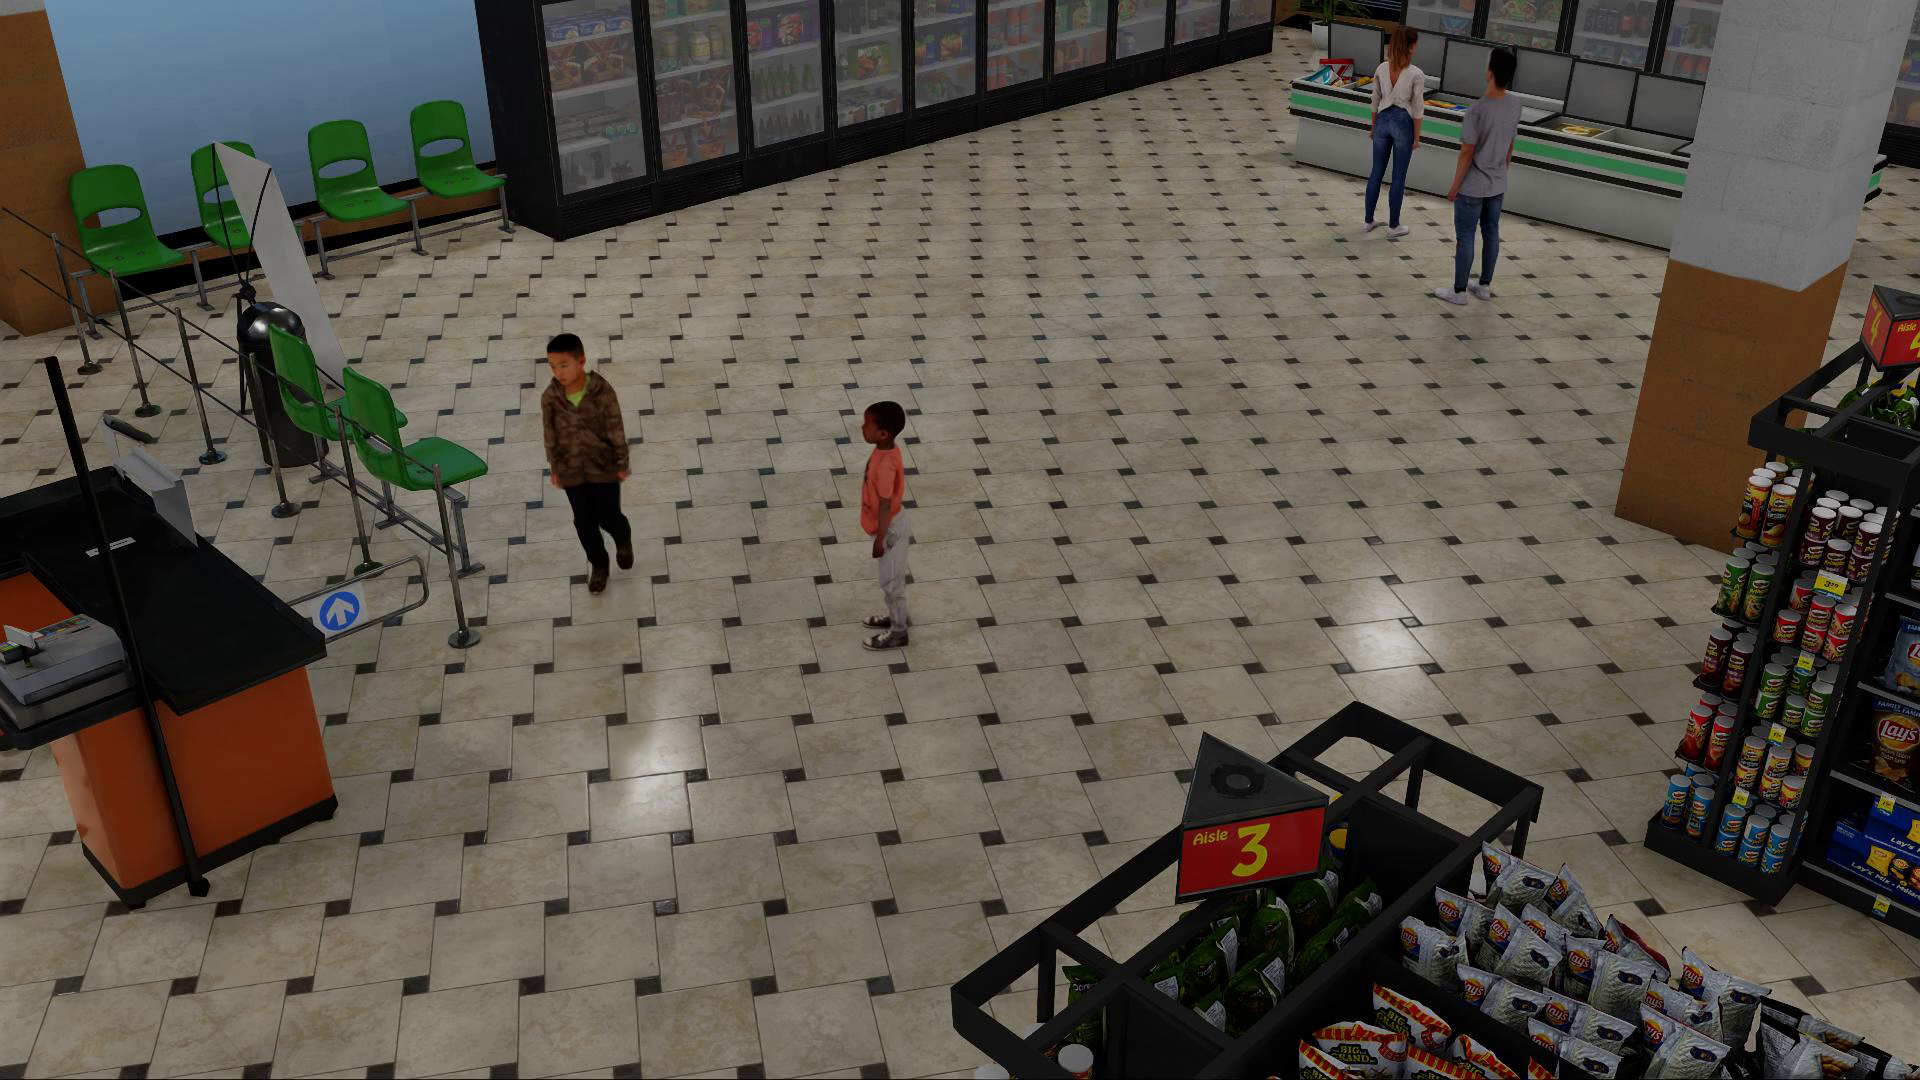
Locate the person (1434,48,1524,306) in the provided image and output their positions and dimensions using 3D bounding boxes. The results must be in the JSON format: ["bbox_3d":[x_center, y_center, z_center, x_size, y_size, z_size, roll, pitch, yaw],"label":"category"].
[{"bbox_3d":[3.907,-2.701,12.416,0.738,1.890,0.685,-13,31,-23],"label":"person"}]

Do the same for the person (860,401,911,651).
[{"bbox_3d":[-0.347,-0.083,8.228,0.615,1.309,0.554,0,29,-1],"label":"person"}]

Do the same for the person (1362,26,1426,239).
[{"bbox_3d":[3.623,-3.410,13.893,0.467,1.719,0.682,23,36,35],"label":"person"}]

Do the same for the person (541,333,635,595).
[{"bbox_3d":[-1.945,-0.424,8.715,0.720,1.441,0.778,-3,29,-5],"label":"person"}]
